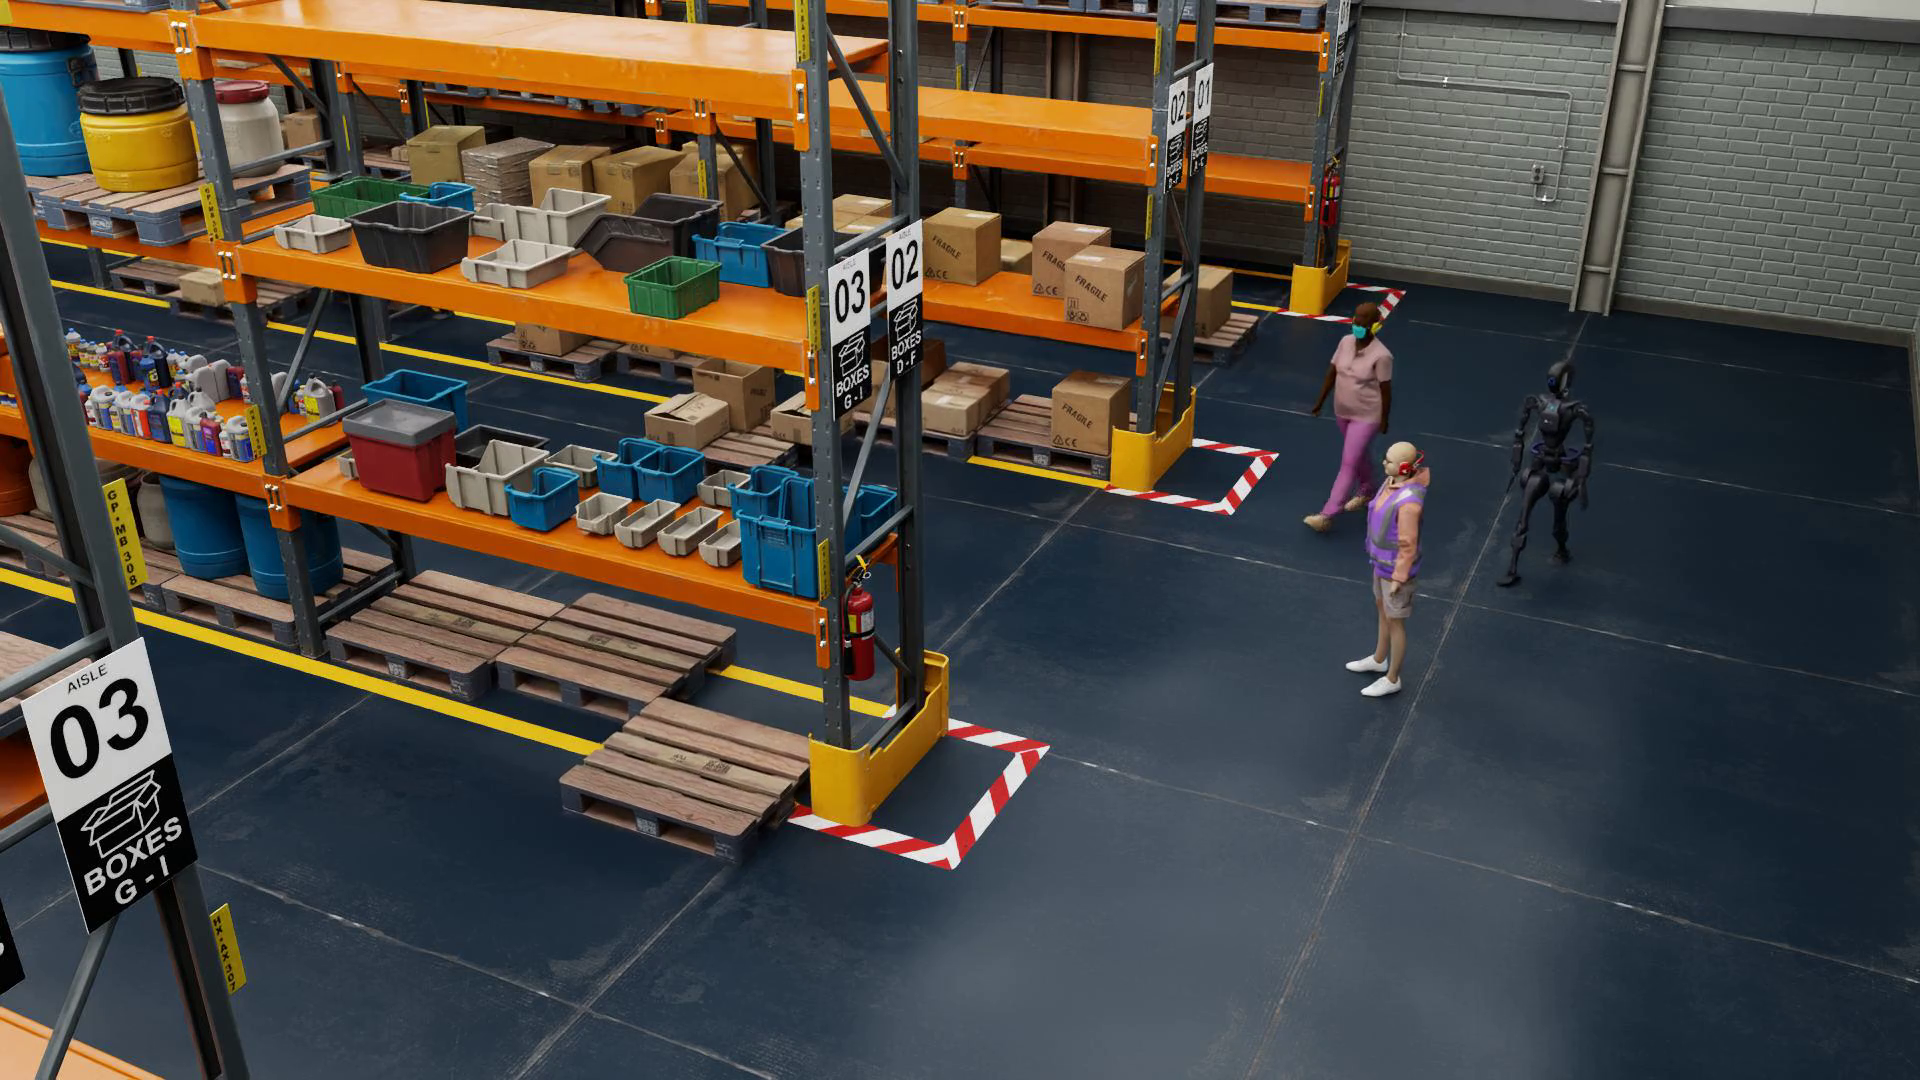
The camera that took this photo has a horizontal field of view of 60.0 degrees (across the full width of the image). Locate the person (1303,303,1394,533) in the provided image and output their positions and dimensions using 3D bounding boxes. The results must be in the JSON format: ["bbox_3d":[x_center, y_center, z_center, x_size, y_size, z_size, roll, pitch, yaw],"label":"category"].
[{"bbox_3d":[2.928,-0.939,12.539,0.965,1.748,0.510,-17,31,-31],"label":"person"}]

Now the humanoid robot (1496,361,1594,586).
[{"bbox_3d":[4.196,-0.476,11.762,0.600,1.644,0.794,22,33,37],"label":"humanoid robot"}]

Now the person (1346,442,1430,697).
[{"bbox_3d":[2.685,0.178,10.334,0.349,1.693,0.482,-1,26,-1],"label":"person"}]
